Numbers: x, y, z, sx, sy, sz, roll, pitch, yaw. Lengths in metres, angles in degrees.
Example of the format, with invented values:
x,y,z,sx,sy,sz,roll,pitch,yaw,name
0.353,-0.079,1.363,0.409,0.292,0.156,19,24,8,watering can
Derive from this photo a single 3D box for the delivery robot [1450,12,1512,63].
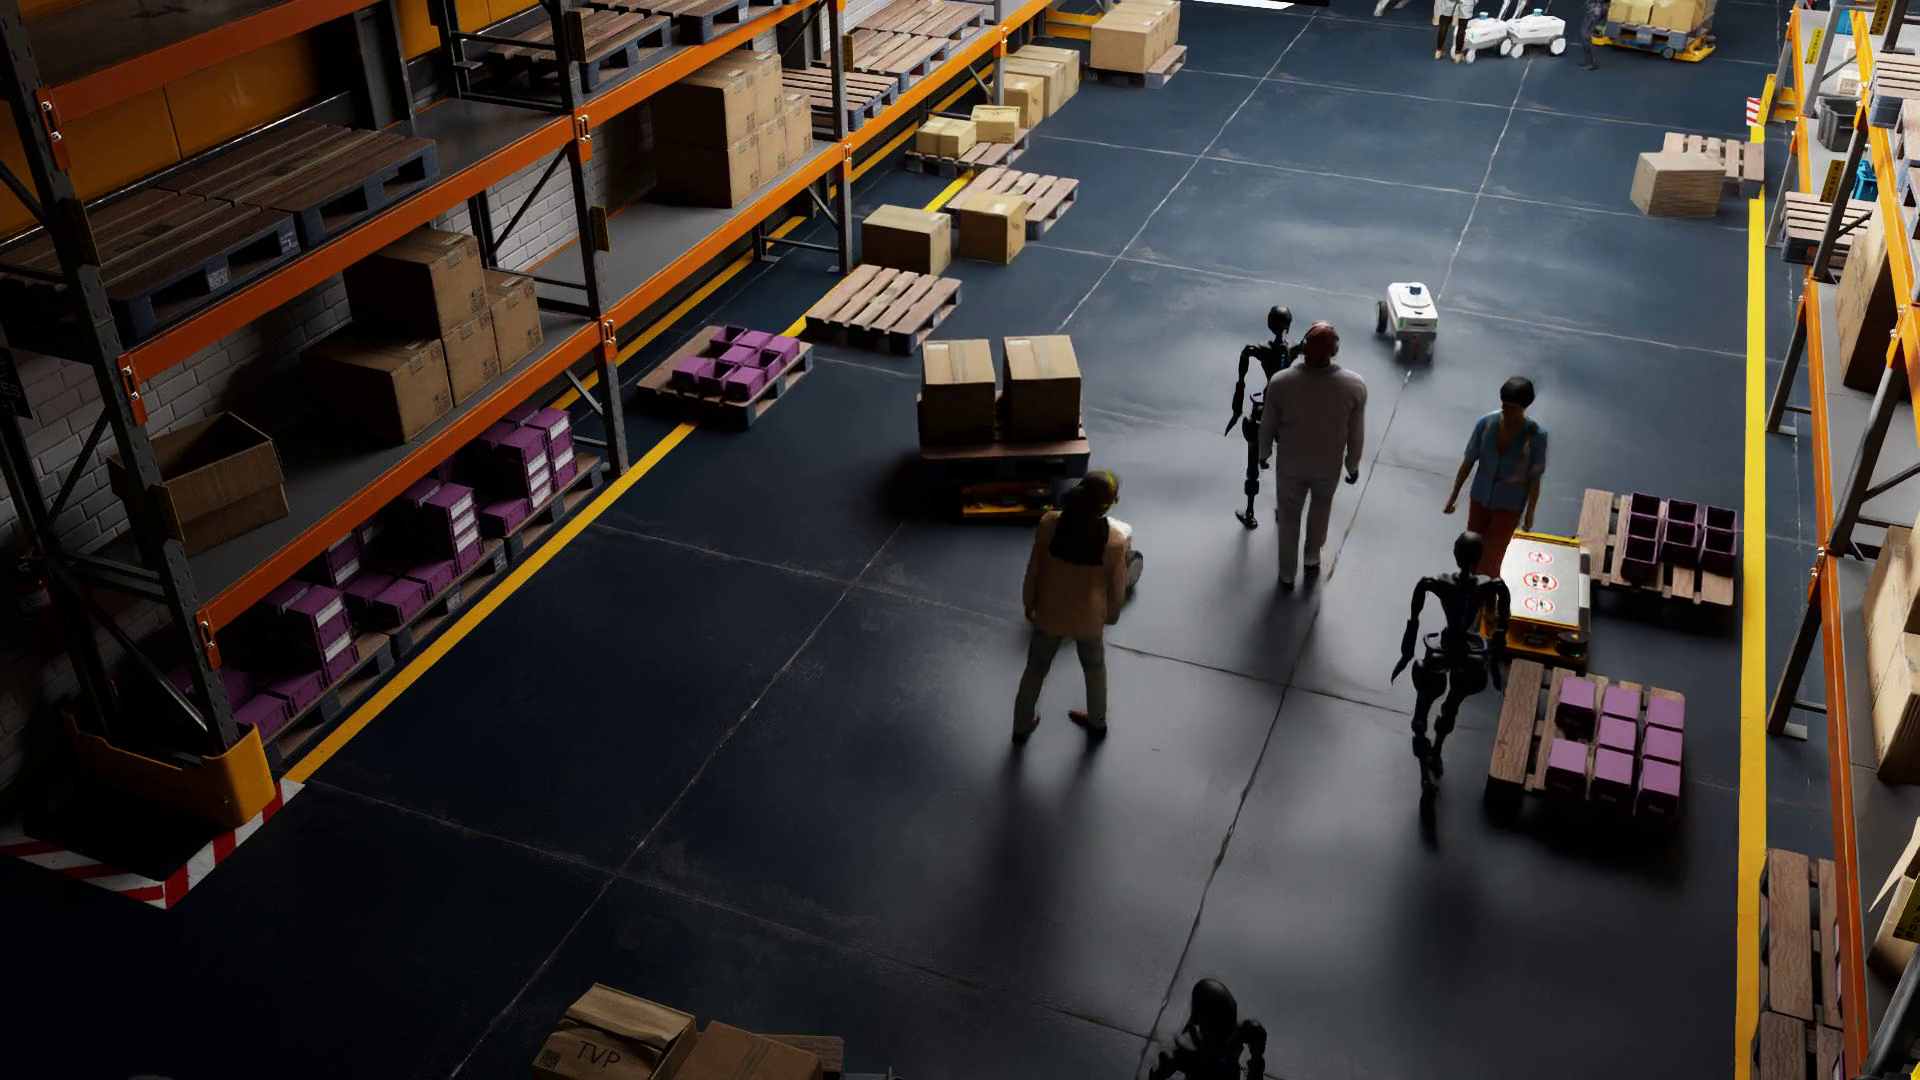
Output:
x,y,z,sx,sy,sz,roll,pitch,yaw,name
6.684,-6.452,21.327,0.805,0.609,0.499,-20,38,-28,delivery robot

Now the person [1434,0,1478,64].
x,y,z,sx,sy,sz,roll,pitch,yaw,name
6.284,-6.864,20.900,0.532,1.693,0.320,24,40,32,person

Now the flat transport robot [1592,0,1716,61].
x,y,z,sx,sy,sz,roll,pitch,yaw,name
9.018,-6.515,21.675,1.431,0.231,0.659,23,39,31,flat transport robot

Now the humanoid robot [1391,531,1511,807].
x,y,z,sx,sy,sz,roll,pitch,yaw,name
2.740,0.708,9.214,0.608,1.631,0.615,2,33,3,humanoid robot

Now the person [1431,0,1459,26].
x,y,z,sx,sy,sz,roll,pitch,yaw,name
6.632,-7.815,22.294,0.480,1.776,0.323,9,34,14,person

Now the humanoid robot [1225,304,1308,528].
x,y,z,sx,sy,sz,roll,pitch,yaw,name
2.168,-0.870,11.626,0.599,1.658,0.315,-2,33,-4,humanoid robot

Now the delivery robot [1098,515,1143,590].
x,y,z,sx,sy,sz,roll,pitch,yaw,name
0.856,0.137,11.134,0.499,0.614,0.808,22,39,30,delivery robot

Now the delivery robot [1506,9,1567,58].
x,y,z,sx,sy,sz,roll,pitch,yaw,name
7.426,-6.536,21.456,0.799,0.608,0.499,-8,34,-12,delivery robot

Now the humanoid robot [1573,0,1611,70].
x,y,z,sx,sy,sz,roll,pitch,yaw,name
7.912,-6.688,20.661,0.371,1.653,0.614,2,33,3,humanoid robot

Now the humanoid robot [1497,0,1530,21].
x,y,z,sx,sy,sz,roll,pitch,yaw,name
7.455,-7.705,22.131,0.675,1.760,0.537,-19,37,-27,humanoid robot

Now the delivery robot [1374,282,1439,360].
x,y,z,sx,sy,sz,roll,pitch,yaw,name
3.881,-1.934,14.310,0.499,0.581,0.768,2,33,3,delivery robot

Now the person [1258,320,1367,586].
x,y,z,sx,sy,sz,roll,pitch,yaw,name
2.303,-0.588,11.005,0.675,1.888,0.542,5,33,7,person

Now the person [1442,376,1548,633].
x,y,z,sx,sy,sz,roll,pitch,yaw,name
3.344,-0.207,10.551,0.519,1.749,0.608,25,41,33,person

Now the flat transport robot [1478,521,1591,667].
x,y,z,sx,sy,sz,roll,pitch,yaw,name
3.845,0.320,11.096,0.659,0.231,1.431,10,34,15,flat transport robot

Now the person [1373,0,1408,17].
x,y,z,sx,sy,sz,roll,pitch,yaw,name
6.047,-8.131,22.718,0.741,1.854,0.627,-27,41,-35,person

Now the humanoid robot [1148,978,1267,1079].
x,y,z,sx,sy,sz,roll,pitch,yaw,name
0.976,2.349,6.707,0.597,1.635,0.773,-14,35,-20,humanoid robot

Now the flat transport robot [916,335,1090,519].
x,y,z,sx,sy,sz,roll,pitch,yaw,name
0.300,-0.609,12.534,0.659,0.231,1.431,-2,33,-3,flat transport robot

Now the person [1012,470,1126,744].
x,y,z,sx,sy,sz,roll,pitch,yaw,name
0.647,0.392,9.531,0.599,1.841,0.457,5,33,7,person
